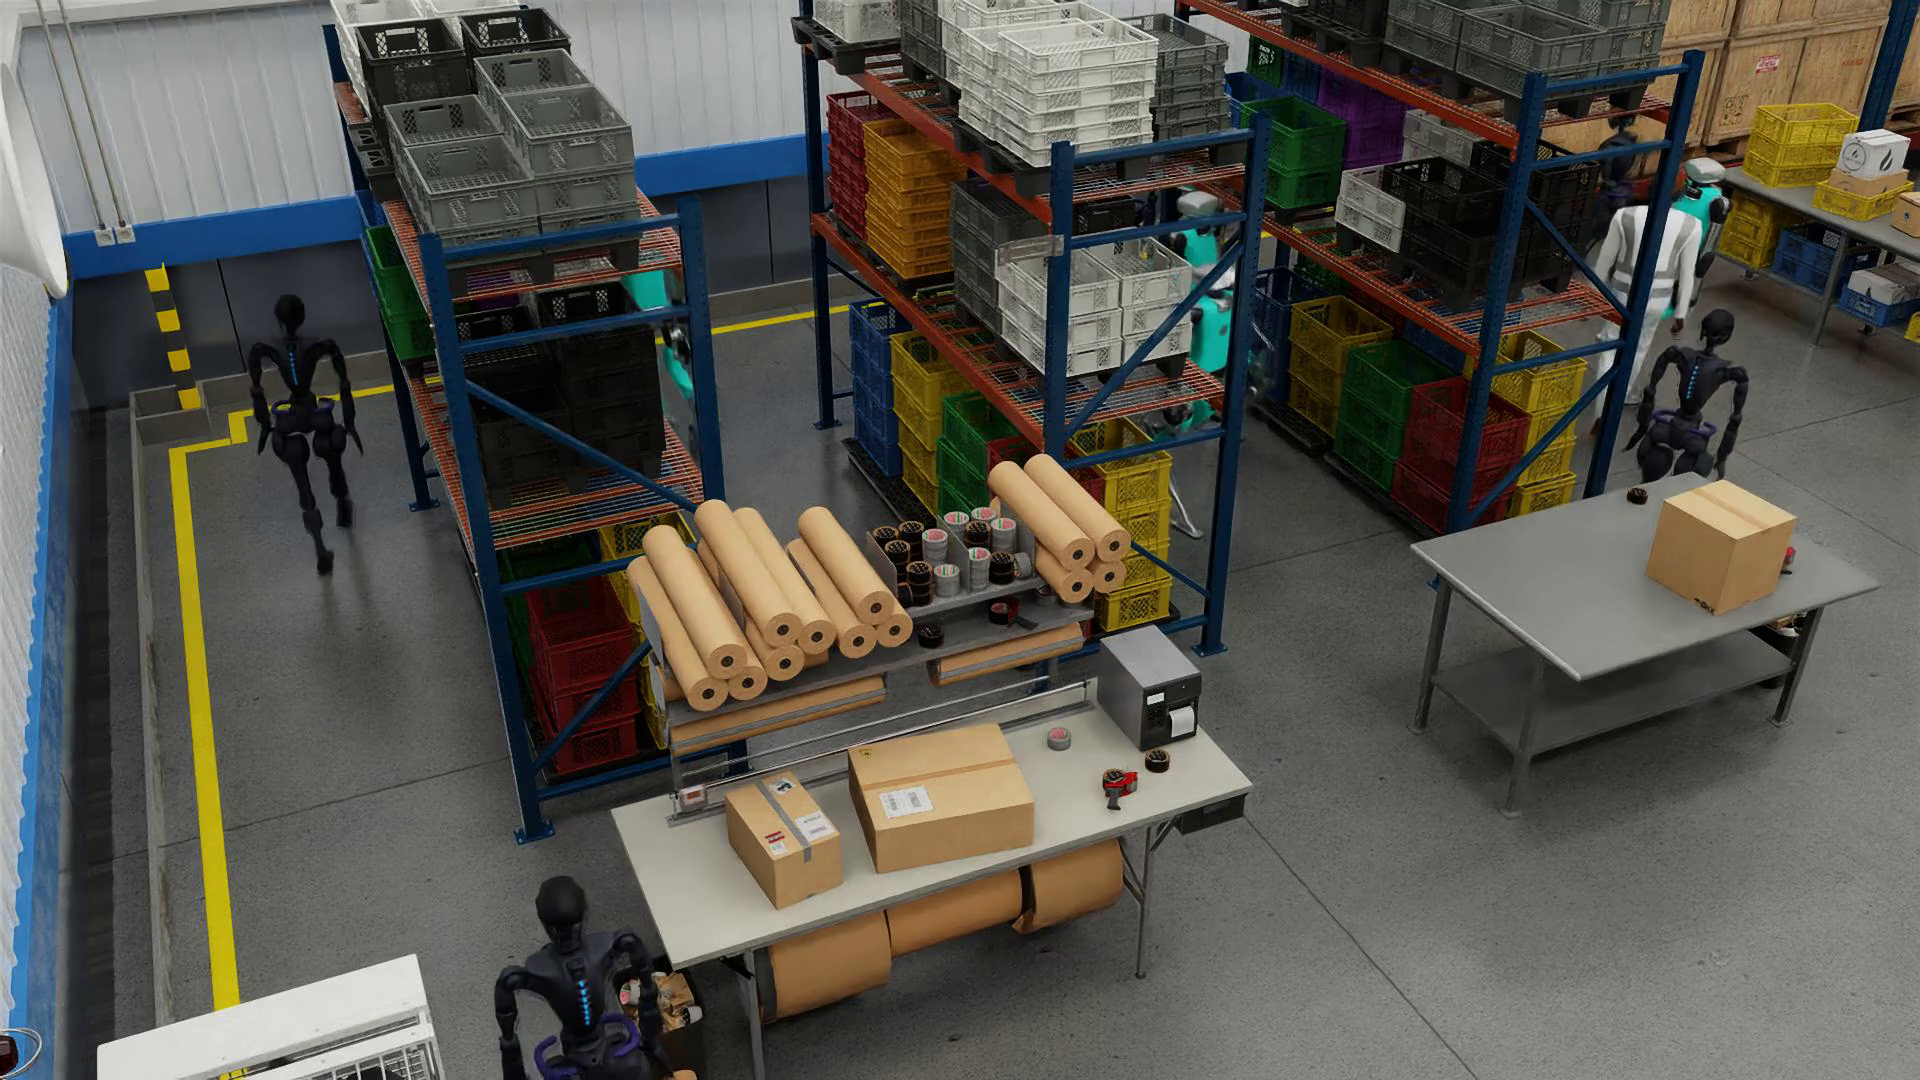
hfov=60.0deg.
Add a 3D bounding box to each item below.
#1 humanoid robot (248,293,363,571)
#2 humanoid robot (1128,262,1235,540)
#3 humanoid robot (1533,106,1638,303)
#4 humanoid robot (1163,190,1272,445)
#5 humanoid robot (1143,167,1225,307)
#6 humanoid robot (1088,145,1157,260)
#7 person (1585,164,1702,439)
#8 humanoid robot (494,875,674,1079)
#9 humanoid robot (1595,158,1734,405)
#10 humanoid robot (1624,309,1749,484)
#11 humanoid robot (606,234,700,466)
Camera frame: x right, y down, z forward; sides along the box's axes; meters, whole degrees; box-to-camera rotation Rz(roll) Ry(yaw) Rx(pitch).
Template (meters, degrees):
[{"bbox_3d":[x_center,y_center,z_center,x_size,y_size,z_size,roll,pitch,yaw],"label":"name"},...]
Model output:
[{"bbox_3d":[-3.846,-0.669,9.768,0.594,1.629,0.791,-8,33,-13],"label":"humanoid robot"},{"bbox_3d":[1.241,-0.906,10.087,0.533,1.806,0.911,-23,38,-32],"label":"humanoid robot"},{"bbox_3d":[4.943,-2.586,12.845,0.705,1.632,0.615,21,37,30],"label":"humanoid robot"},{"bbox_3d":[1.705,-1.319,10.735,0.865,1.778,0.560,24,39,34],"label":"humanoid robot"},{"bbox_3d":[1.580,-2.230,12.120,0.532,1.726,0.699,25,40,34],"label":"humanoid robot"},{"bbox_3d":[1.202,-2.343,12.430,0.601,1.654,0.325,16,35,24],"label":"humanoid robot"},{"bbox_3d":[4.503,-1.585,11.047,0.613,1.857,0.901,9,33,15],"label":"person"},{"bbox_3d":[-1.279,1.810,5.692,0.588,1.647,0.504,-16,35,-24],"label":"humanoid robot"},{"bbox_3d":[4.673,-1.727,11.280,0.740,1.689,0.531,-10,33,-16],"label":"humanoid robot"},{"bbox_3d":[4.154,-0.575,9.582,0.593,1.632,0.703,25,39,34],"label":"humanoid robot"},{"bbox_3d":[-1.833,-1.081,10.367,0.538,1.761,1.035,-17,35,-25],"label":"humanoid robot"}]
